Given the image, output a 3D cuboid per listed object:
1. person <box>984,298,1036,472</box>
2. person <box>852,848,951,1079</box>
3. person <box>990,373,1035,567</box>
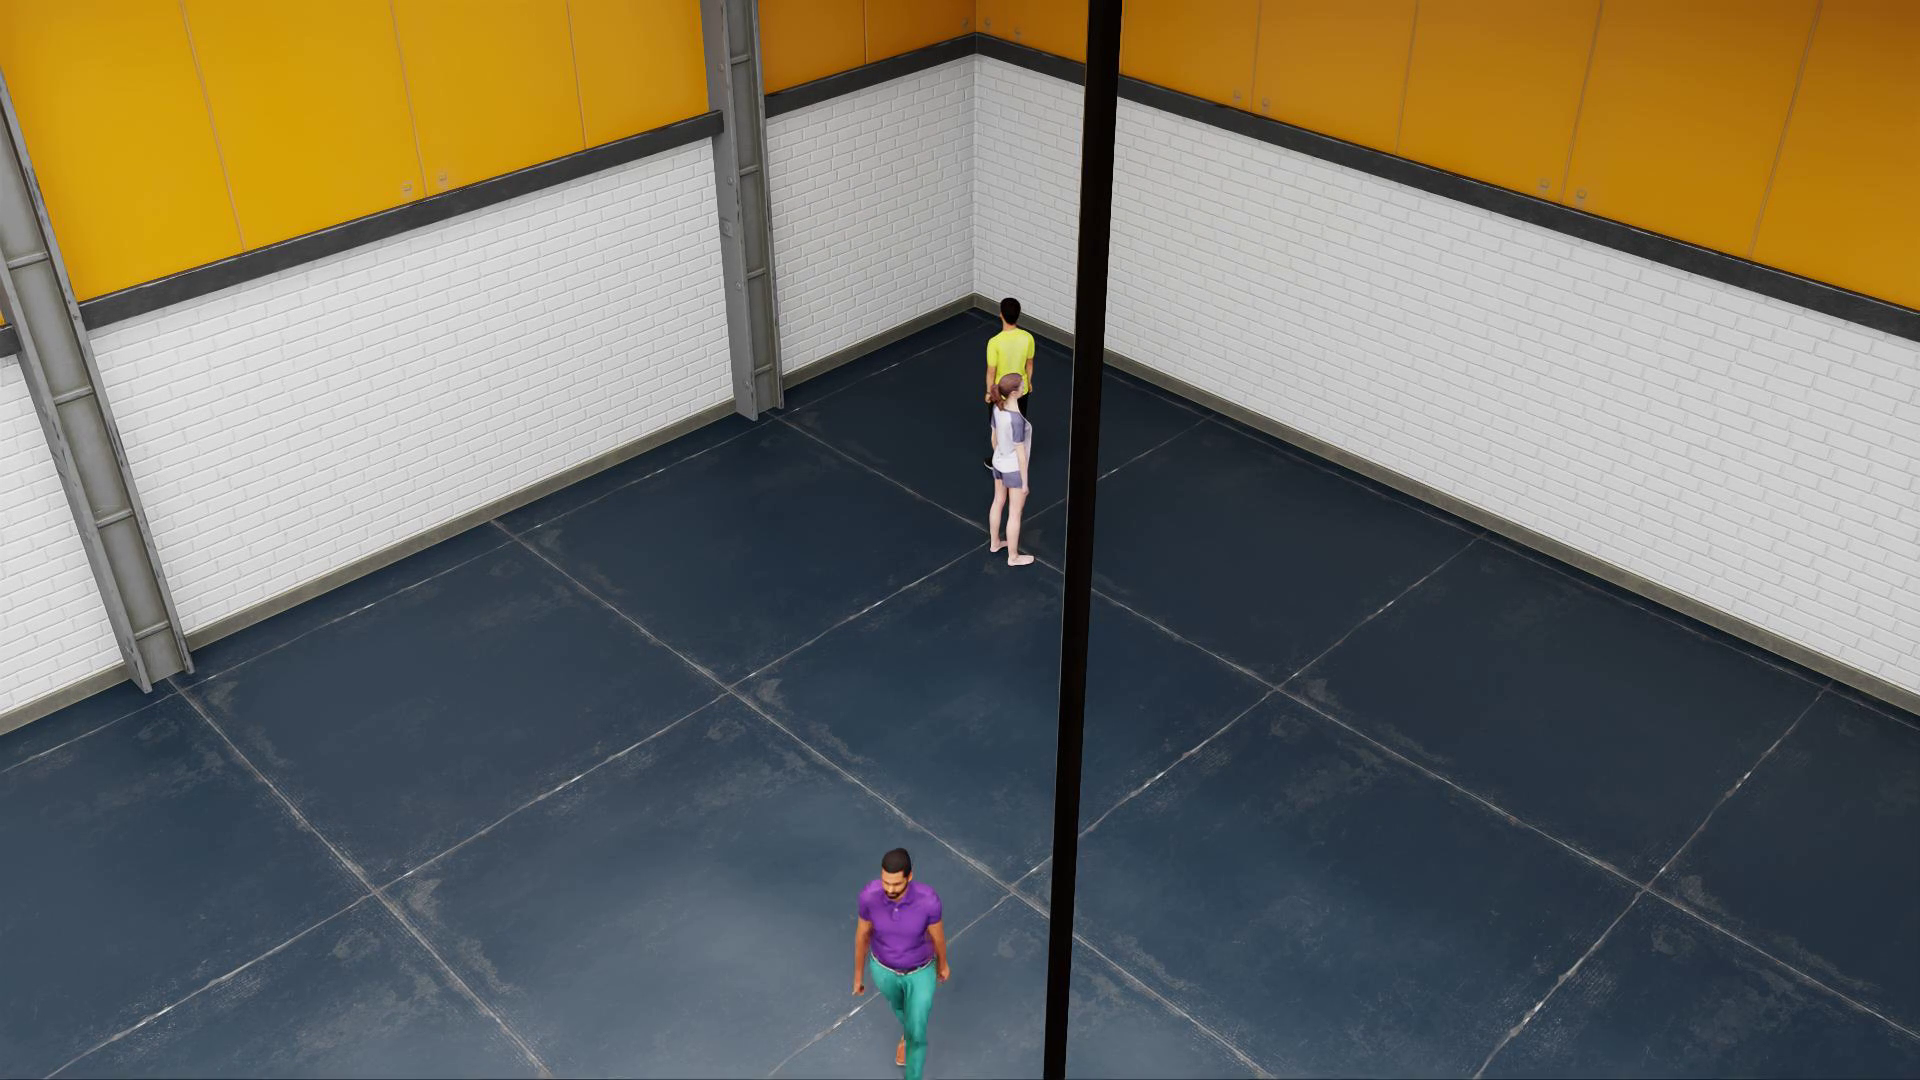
[{"bbox_3d":[0.455,-1.402,15.123,0.601,1.709,0.748,-13,36,-19],"label":"person"},{"bbox_3d":[-0.298,2.355,9.444,0.980,1.739,1.123,7,34,11],"label":"person"},{"bbox_3d":[0.415,-0.609,13.879,0.611,1.766,0.624,-20,38,-27],"label":"person"}]
